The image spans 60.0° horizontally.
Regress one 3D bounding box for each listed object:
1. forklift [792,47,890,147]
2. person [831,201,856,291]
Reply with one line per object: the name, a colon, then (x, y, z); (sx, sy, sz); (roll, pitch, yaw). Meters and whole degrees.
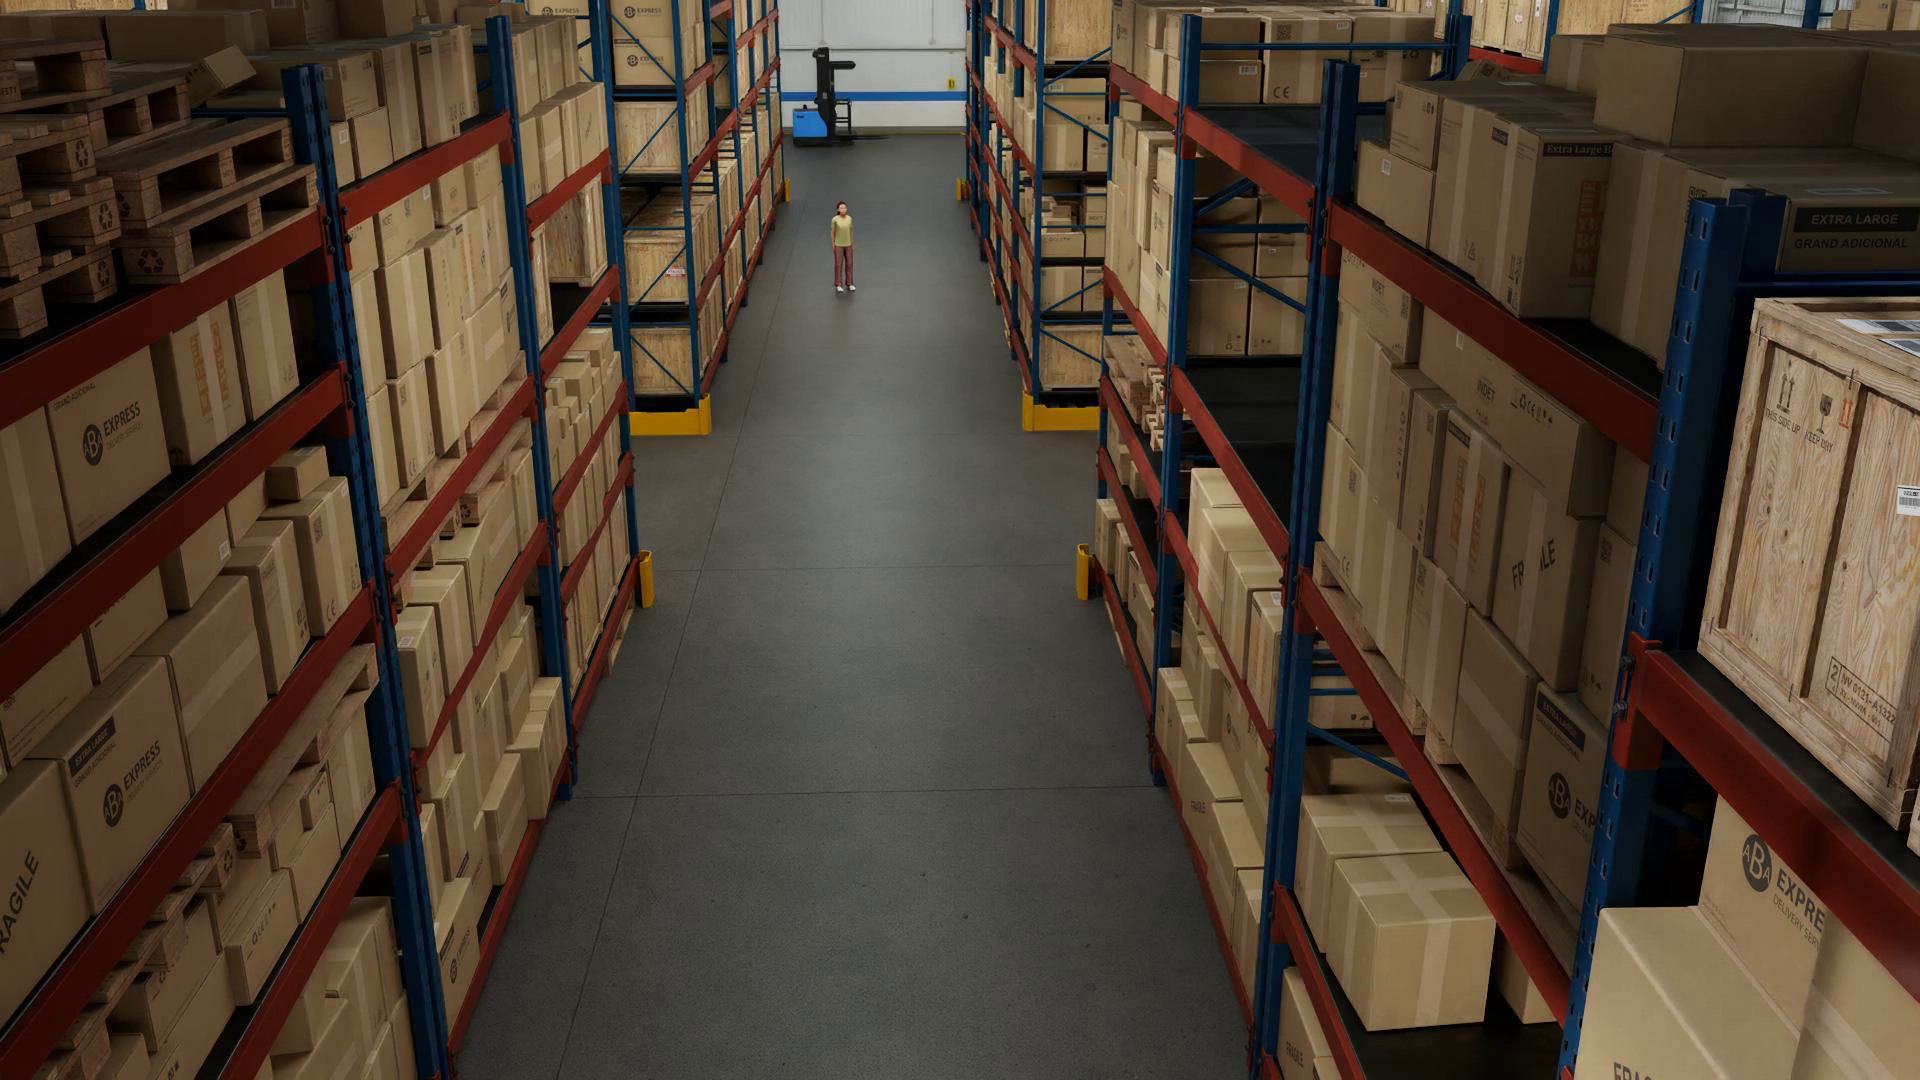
forklift: (-3.736, -13.850, 51.952); (3.031, 2.941, 1.121); (-2, 21, -6)
person: (-2.211, -5.582, 31.588); (0.430, 1.670, 0.399); (-9, 22, -22)
